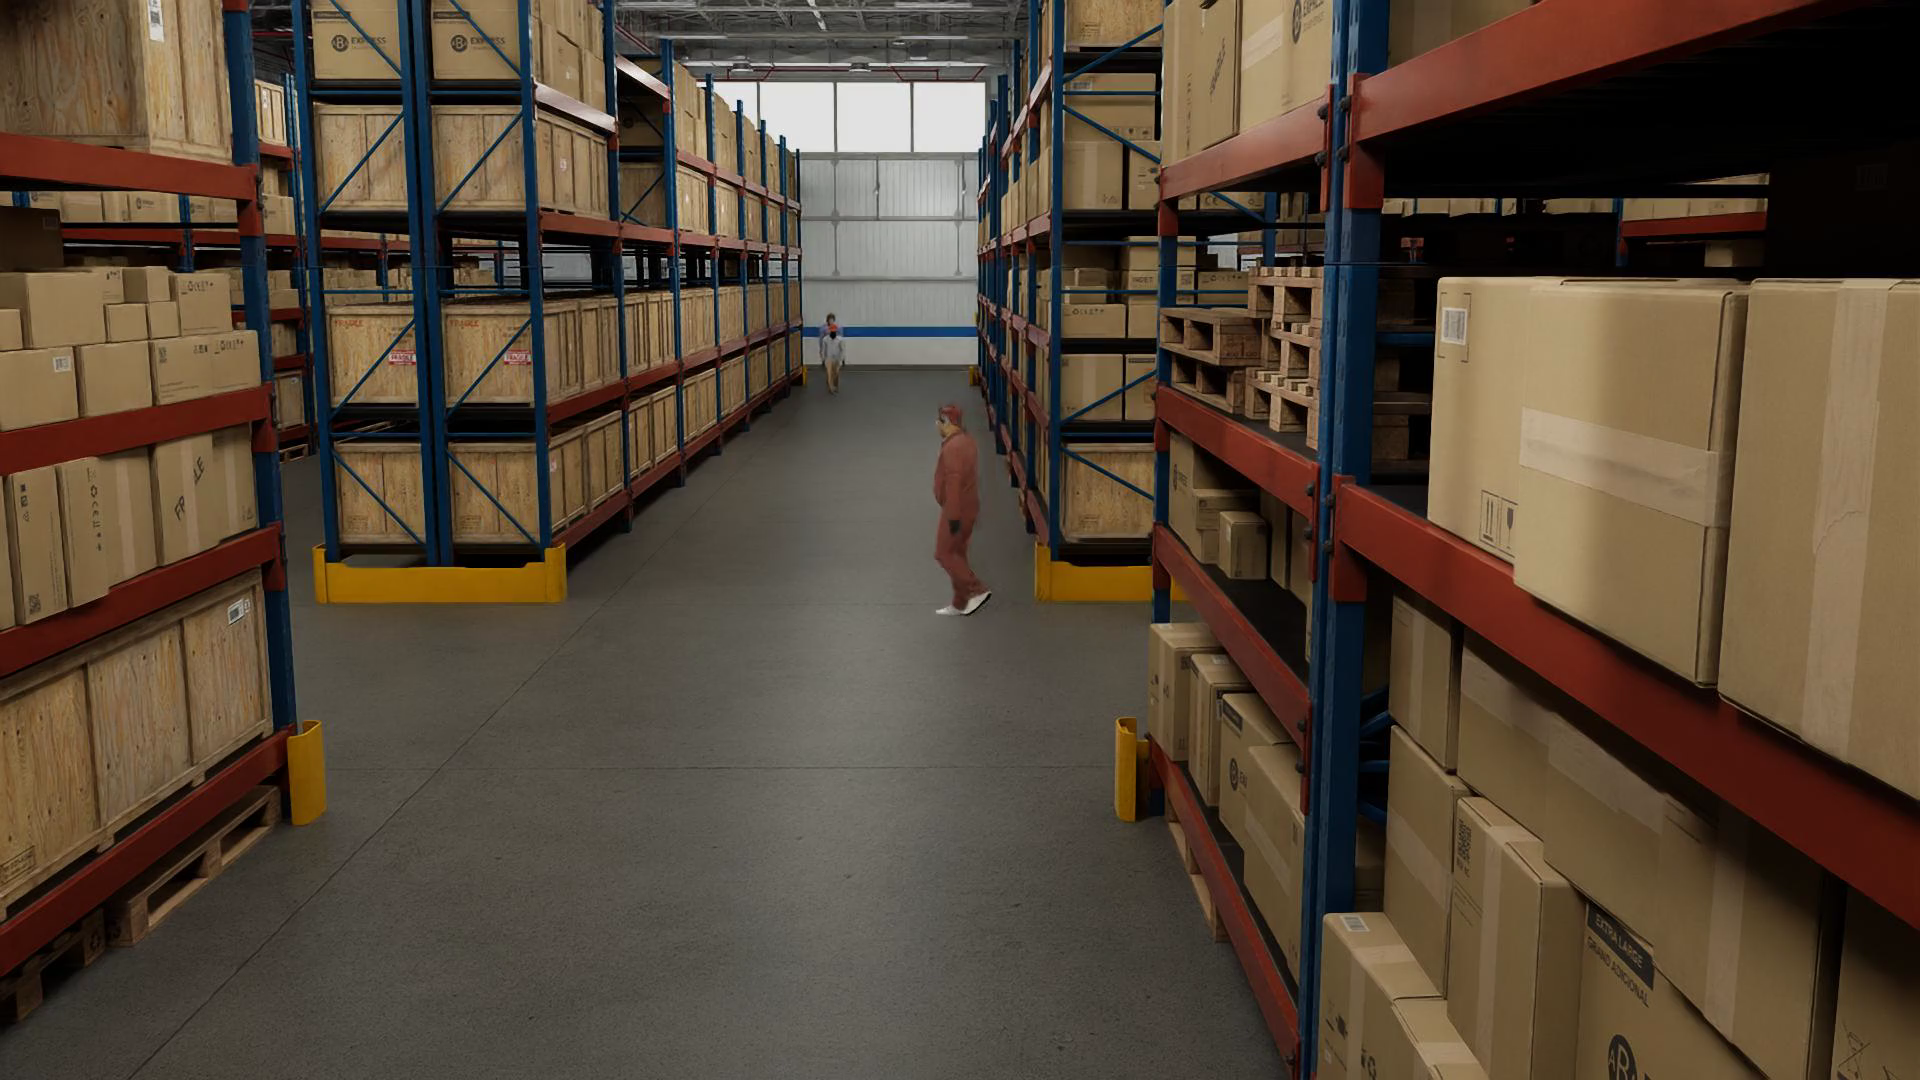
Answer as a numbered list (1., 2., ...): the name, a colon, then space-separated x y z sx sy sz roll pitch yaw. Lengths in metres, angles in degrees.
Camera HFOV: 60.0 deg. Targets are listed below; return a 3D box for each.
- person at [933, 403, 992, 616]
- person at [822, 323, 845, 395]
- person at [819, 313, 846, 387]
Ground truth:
1. person: -0.006 -0.249 14.504 0.468 1.877 0.657 2 9 12
2. person: -3.081 -4.417 40.491 0.570 1.723 0.836 -1 9 -5
3. person: -3.347 -4.946 43.218 0.641 1.898 0.997 -4 10 -22
